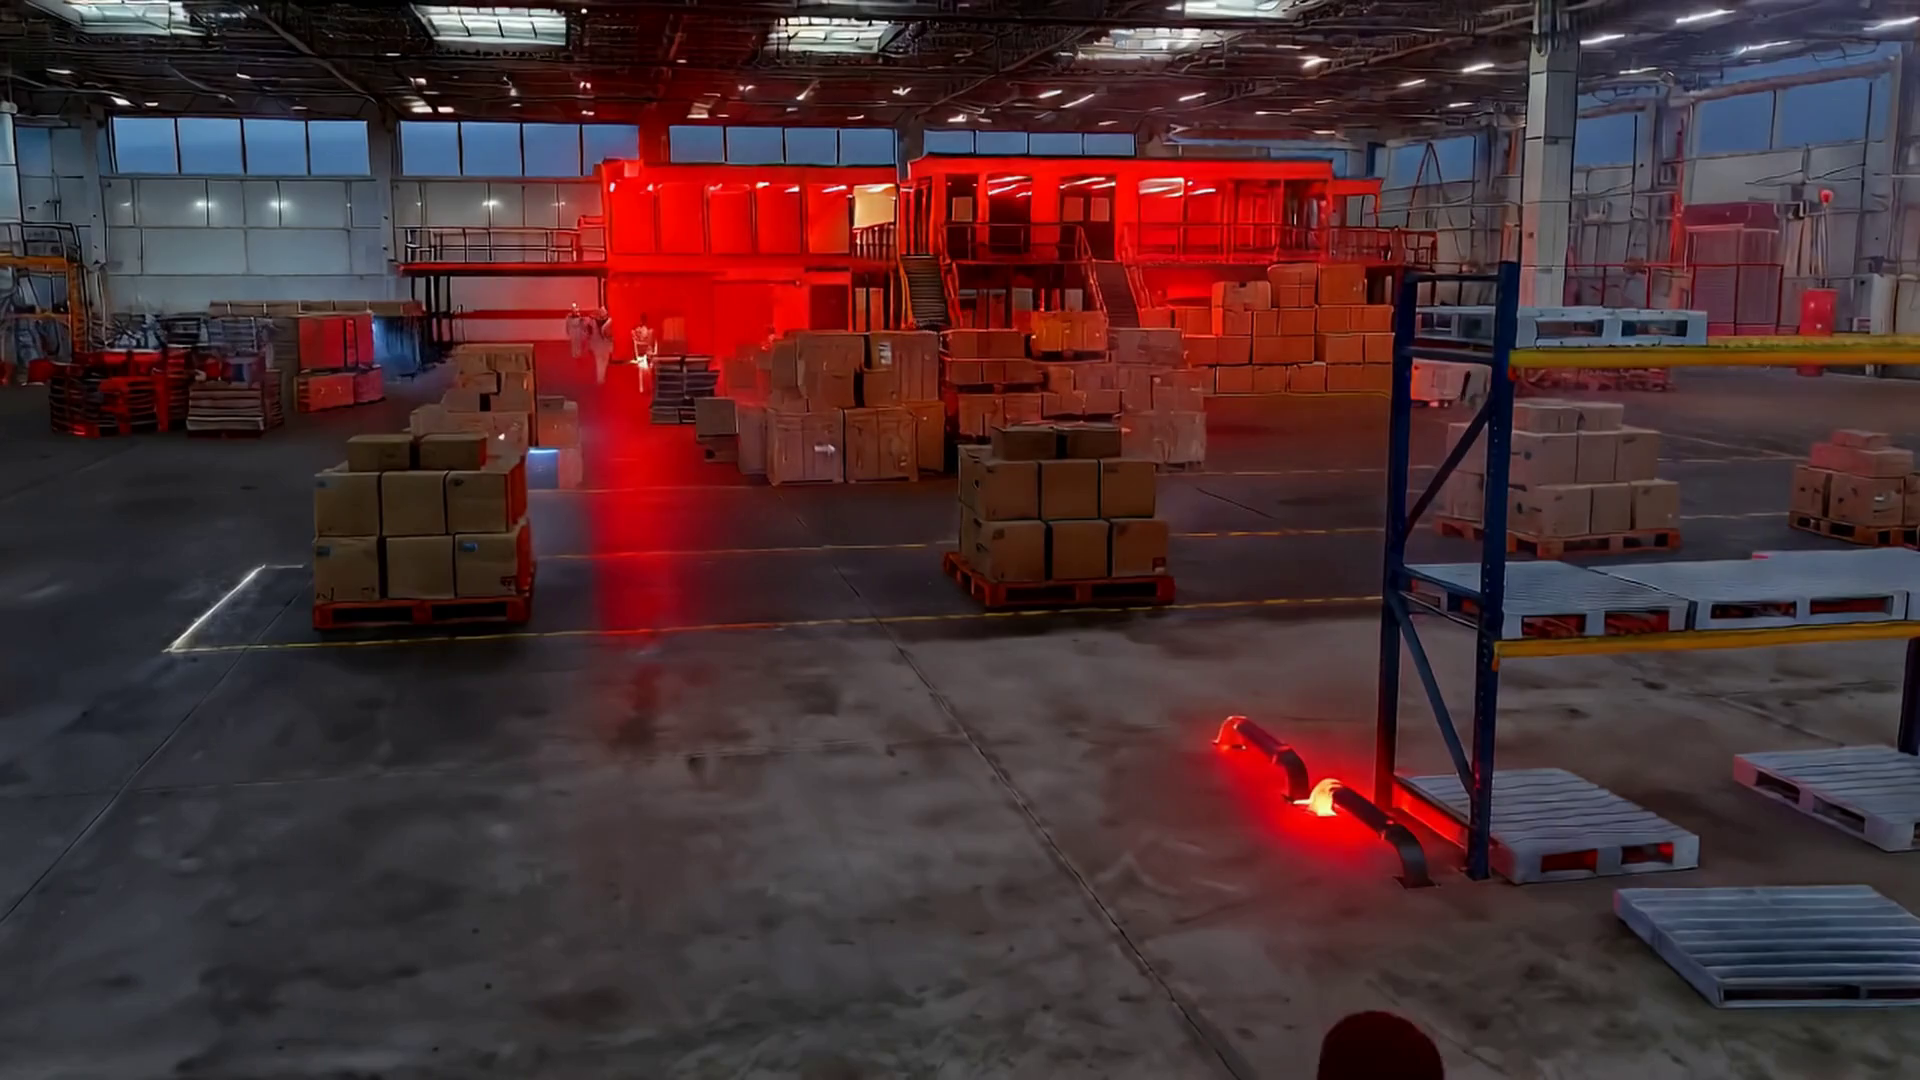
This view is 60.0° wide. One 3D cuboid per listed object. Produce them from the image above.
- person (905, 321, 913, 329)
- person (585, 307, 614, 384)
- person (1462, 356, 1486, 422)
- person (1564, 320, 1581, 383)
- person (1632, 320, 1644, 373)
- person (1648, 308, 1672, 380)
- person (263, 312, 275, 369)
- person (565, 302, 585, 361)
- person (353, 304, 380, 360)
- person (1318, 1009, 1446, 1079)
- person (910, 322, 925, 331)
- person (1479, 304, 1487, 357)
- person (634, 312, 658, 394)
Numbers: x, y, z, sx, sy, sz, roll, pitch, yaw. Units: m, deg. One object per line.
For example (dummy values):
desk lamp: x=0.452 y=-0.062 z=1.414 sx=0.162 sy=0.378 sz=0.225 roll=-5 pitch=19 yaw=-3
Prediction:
person: x=-1.015 y=-3.766 z=35.731 sx=0.680 sy=1.866 sz=1.109 roll=-1 pitch=9 yaw=-5
person: x=-9.296 y=-5.038 z=42.887 sx=0.684 sy=2.000 sz=0.955 roll=2 pitch=9 yaw=10
person: x=8.633 y=-2.468 z=27.802 sx=0.517 sy=1.854 sz=0.649 roll=-5 pitch=11 yaw=-29
person: x=15.937 y=-5.015 z=43.113 sx=0.397 sy=1.922 sz=0.547 roll=-1 pitch=9 yaw=-8
person: x=18.926 y=-5.421 z=46.068 sx=0.363 sy=1.751 sz=0.548 roll=8 pitch=13 yaw=42
person: x=18.617 y=-5.208 z=44.255 sx=0.594 sy=1.929 sz=0.352 roll=1 pitch=9 yaw=9
person: x=-19.065 y=-5.401 z=45.962 sx=0.334 sy=1.761 sz=0.529 roll=-7 pitch=11 yaw=-36
person: x=-12.415 y=-6.728 z=53.657 sx=0.603 sy=1.897 sz=0.904 roll=-2 pitch=10 yaw=-12
person: x=-19.172 y=-6.712 z=53.727 sx=0.596 sy=1.837 sz=0.980 roll=6 pitch=11 yaw=33
person: x=0.664 y=1.614 z=2.873 sx=0.381 sy=1.875 sz=0.732 roll=5 pitch=11 yaw=28
person: x=-0.805 y=-3.146 z=31.572 sx=1.087 sy=1.963 sz=0.646 roll=0 pitch=9 yaw=-3
person: x=14.317 y=-5.466 z=45.652 sx=0.391 sy=1.988 sz=0.611 roll=0 pitch=9 yaw=-2
person: x=-7.431 y=-4.420 z=39.431 sx=0.550 sy=1.935 sz=0.376 roll=-3 pitch=10 yaw=-18
